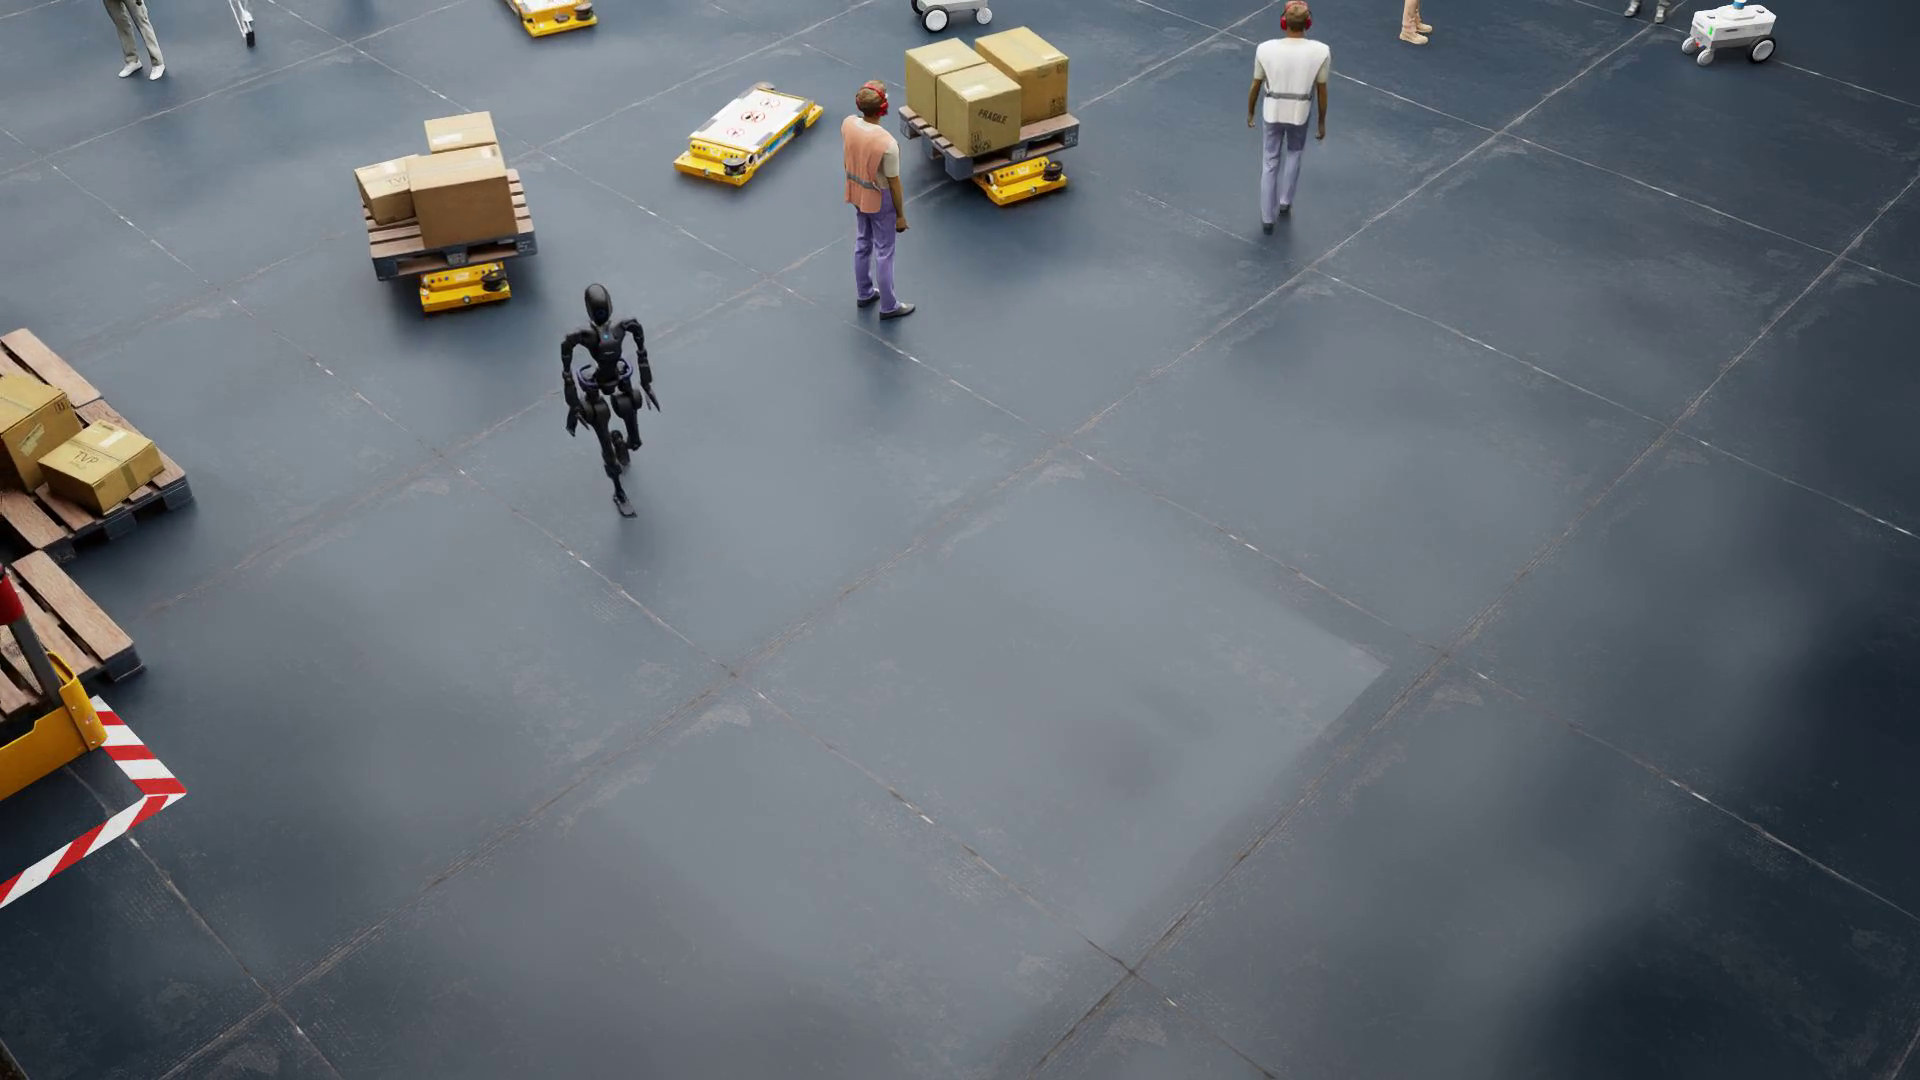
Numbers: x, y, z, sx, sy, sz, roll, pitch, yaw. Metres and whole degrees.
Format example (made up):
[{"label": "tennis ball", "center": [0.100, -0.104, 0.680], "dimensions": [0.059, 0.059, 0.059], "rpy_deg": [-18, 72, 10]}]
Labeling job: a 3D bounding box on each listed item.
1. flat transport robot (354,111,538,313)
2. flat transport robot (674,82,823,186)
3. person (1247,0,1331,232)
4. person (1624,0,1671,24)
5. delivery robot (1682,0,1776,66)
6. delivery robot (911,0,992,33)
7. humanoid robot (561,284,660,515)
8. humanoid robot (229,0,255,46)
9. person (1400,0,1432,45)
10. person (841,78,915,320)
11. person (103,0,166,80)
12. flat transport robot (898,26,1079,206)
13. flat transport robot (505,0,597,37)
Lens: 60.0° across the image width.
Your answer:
[{"label": "flat transport robot", "center": [-3.968, -2.289, 13.070], "dimensions": [0.659, 0.231, 1.431], "rpy_deg": [-13, 44, -14]}, {"label": "flat transport robot", "center": [-1.826, -3.543, 14.464], "dimensions": [0.659, 0.231, 1.431], "rpy_deg": [18, 45, 19]}, {"label": "person", "center": [2.572, -3.362, 13.092], "dimensions": [0.616, 1.824, 0.693], "rpy_deg": [7, 42, 7]}, {"label": "person", "center": [6.790, -5.894, 15.910], "dimensions": [0.568, 1.832, 0.403], "rpy_deg": [17, 45, 18]}, {"label": "delivery robot", "center": [7.270, -4.792, 15.653], "dimensions": [0.815, 0.614, 0.499], "rpy_deg": [-9, 43, -10]}, {"label": "delivery robot", "center": [-0.082, -5.312, 16.199], "dimensions": [0.747, 0.572, 0.499], "rpy_deg": [-10, 43, -11]}, {"label": "humanoid robot", "center": [-2.258, -0.967, 10.555], "dimensions": [0.608, 1.635, 0.622], "rpy_deg": [-20, 46, -21]}, {"label": "humanoid robot", "center": [-6.929, -5.576, 15.648], "dimensions": [0.560, 1.802, 0.932], "rpy_deg": [-21, 46, -22]}, {"label": "person", "center": [4.414, -5.552, 15.592], "dimensions": [0.321, 1.747, 0.471], "rpy_deg": [16, 44, 17]}, {"label": "person", "center": [-0.618, -2.445, 12.067], "dimensions": [0.391, 1.843, 0.563], "rpy_deg": [-33, 51, -31]}, {"label": "person", "center": [-7.605, -4.971, 15.024], "dimensions": [0.513, 1.640, 0.308], "rpy_deg": [9, 43, 10]}, {"label": "flat transport robot", "center": [0.250, -3.329, 14.226], "dimensions": [0.659, 0.231, 1.431], "rpy_deg": [-21, 46, -22]}, {"label": "flat transport robot", "center": [-4.161, -5.414, 16.543], "dimensions": [0.659, 0.231, 1.431], "rpy_deg": [-20, 46, -21]}]
